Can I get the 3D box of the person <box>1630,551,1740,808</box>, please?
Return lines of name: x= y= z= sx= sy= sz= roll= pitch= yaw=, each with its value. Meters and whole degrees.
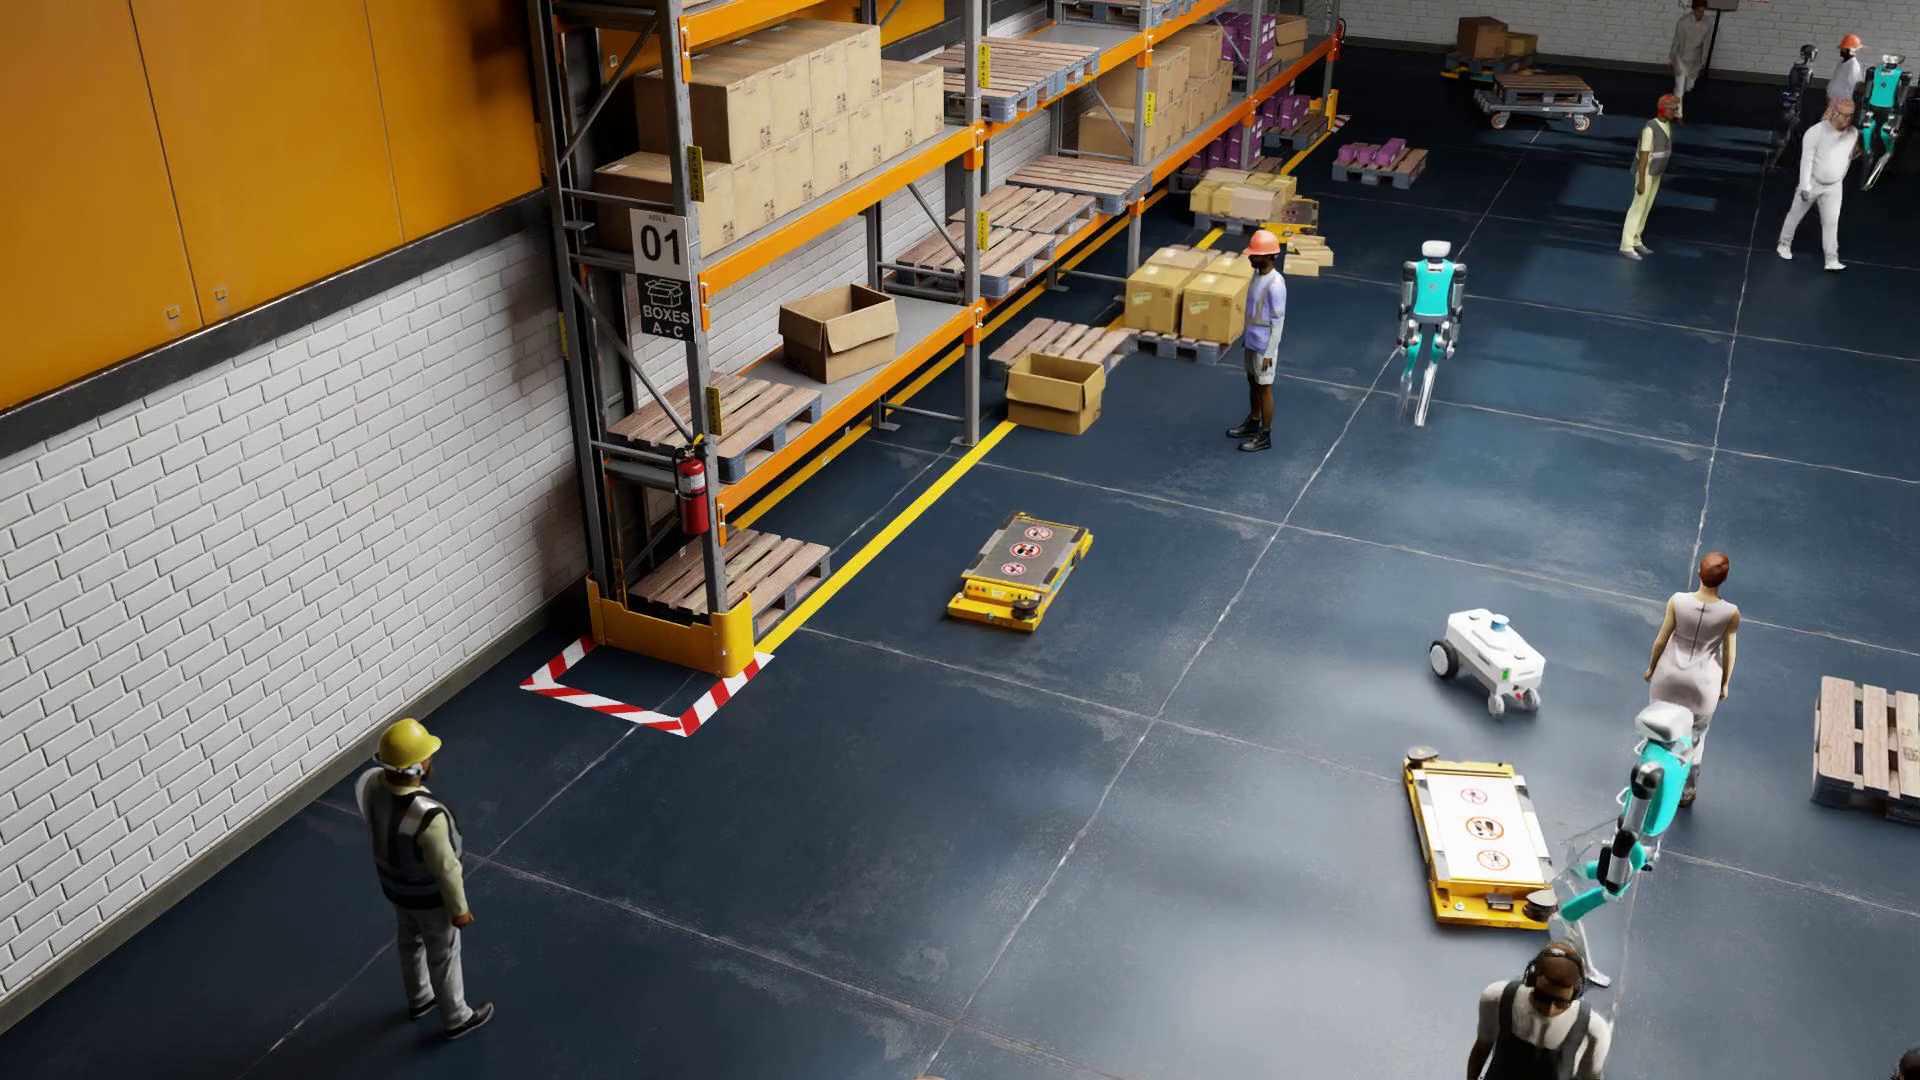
person: x=4.264 y=0.815 z=9.749 sx=0.461 sy=1.656 sz=0.270 roll=14 pitch=31 yaw=23

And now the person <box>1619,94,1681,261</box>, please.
person: x=7.712 y=-4.081 z=18.638 sx=0.372 sy=1.840 sz=0.568 roll=23 pitch=36 yaw=36

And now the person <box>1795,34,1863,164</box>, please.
person: x=11.666 y=-5.798 z=21.959 sx=0.798 sy=1.721 sz=0.574 roll=8 pitch=29 yaw=14

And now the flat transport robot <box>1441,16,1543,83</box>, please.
flat transport robot: x=8.482 y=-7.432 z=26.509 sx=1.431 sy=0.231 sz=0.659 roll=22 pitch=35 yaw=35

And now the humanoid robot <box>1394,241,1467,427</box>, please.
humanoid robot: x=4.073 y=-1.754 z=14.555 sx=0.548 sy=1.909 sz=0.705 roll=7 pitch=29 yaw=12

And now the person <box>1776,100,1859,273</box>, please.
person: x=9.503 y=-3.898 z=18.289 sx=0.644 sy=1.852 sz=1.003 roll=-2 pitch=28 yaw=-4

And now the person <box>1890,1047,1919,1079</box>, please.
person: x=3.492 y=2.634 z=6.217 sx=0.984 sy=1.820 sz=0.544 roll=2 pitch=28 yaw=4

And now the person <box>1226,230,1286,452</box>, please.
person: x=2.521 y=-1.684 z=14.096 sx=0.373 sy=1.935 sz=0.550 roll=-5 pitch=29 yaw=-9

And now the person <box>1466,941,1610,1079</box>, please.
person: x=2.321 y=2.317 z=6.815 sx=0.530 sy=1.810 sz=0.850 roll=14 pitch=31 yaw=24

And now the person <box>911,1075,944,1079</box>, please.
person: x=-0.099 y=2.672 z=6.304 sx=0.343 sy=1.659 sz=0.486 roll=13 pitch=31 yaw=23

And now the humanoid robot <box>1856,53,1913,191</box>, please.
humanoid robot: x=11.597 y=-5.185 z=20.919 sx=0.715 sy=1.908 sz=0.537 roll=-25 pitch=37 yaw=-38

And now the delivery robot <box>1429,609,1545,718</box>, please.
delivery robot: x=3.518 y=0.771 z=11.007 sx=0.499 sy=0.603 sz=0.807 roll=-9 pitch=30 yaw=-16

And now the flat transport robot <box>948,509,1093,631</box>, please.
flat transport robot: x=0.469 y=0.208 z=12.343 sx=0.659 sy=0.231 sz=1.431 roll=10 pitch=30 yaw=19

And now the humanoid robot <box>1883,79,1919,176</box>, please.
humanoid robot: x=12.465 y=-5.502 z=21.486 sx=0.750 sy=1.627 sz=0.604 roll=-6 pitch=29 yaw=-10

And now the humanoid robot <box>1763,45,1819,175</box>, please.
humanoid robot: x=10.806 y=-5.609 z=21.648 sx=0.352 sy=1.647 sz=0.595 roll=8 pitch=29 yaw=15

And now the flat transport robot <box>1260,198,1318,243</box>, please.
flat transport robot: x=3.920 y=-3.822 z=19.816 sx=0.659 sy=0.231 sz=1.431 roll=5 pitch=29 yaw=10

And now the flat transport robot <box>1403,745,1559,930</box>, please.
flat transport robot: x=2.985 y=1.695 z=9.584 sx=0.659 sy=0.231 sz=1.431 roll=3 pitch=28 yaw=5

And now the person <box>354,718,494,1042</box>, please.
person: x=-2.585 y=1.644 z=8.046 sx=0.594 sy=1.827 sz=0.403 roll=20 pitch=34 yaw=33

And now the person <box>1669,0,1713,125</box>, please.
person: x=10.528 y=-6.994 z=24.102 sx=0.525 sy=1.794 sz=0.768 roll=2 pitch=28 yaw=3

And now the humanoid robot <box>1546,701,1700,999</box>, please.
humanoid robot: x=3.205 y=1.555 z=8.344 sx=0.655 sy=1.850 sz=0.539 roll=25 pitch=37 yaw=38
